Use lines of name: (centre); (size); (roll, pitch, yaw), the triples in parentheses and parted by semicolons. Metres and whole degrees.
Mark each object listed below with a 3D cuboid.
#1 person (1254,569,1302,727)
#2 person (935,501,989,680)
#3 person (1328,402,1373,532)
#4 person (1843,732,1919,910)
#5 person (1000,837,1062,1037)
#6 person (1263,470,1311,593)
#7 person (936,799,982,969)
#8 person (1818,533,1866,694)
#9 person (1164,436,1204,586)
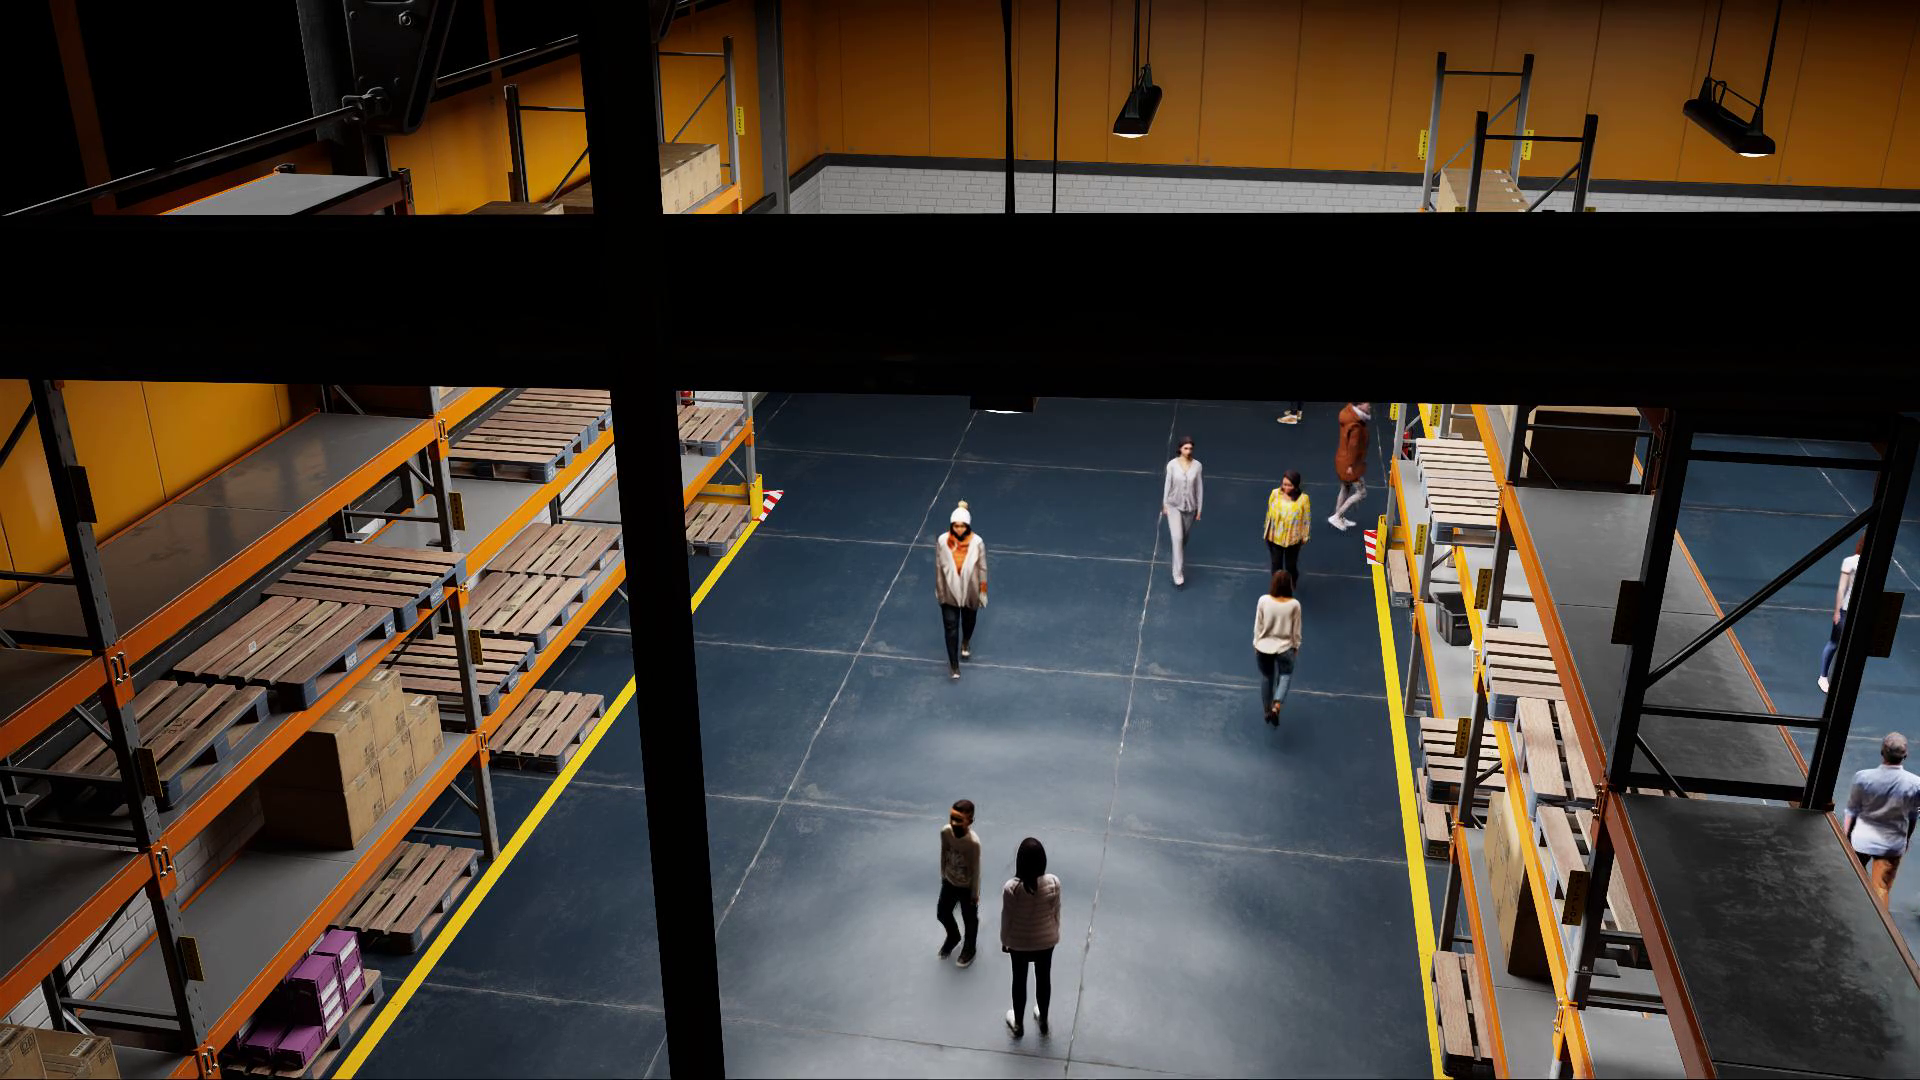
person: (3.091, 1.095, 16.347); (0.672, 1.668, 0.807); (7, 25, 15)
person: (0.021, 0.466, 17.562); (0.843, 1.848, 1.194); (0, 24, 0)
person: (4.815, -0.962, 20.862); (0.868, 1.822, 0.748); (-3, 24, -7)
person: (7.277, 2.418, 13.162); (0.927, 1.795, 1.239); (12, 27, 26)
person: (0.530, 2.914, 12.227); (0.671, 1.636, 0.653); (-3, 24, -8)
person: (3.733, -0.043, 18.982); (0.826, 1.643, 0.906); (11, 26, 23)
person: (0.055, 2.652, 13.052); (0.619, 1.455, 0.619); (13, 27, 27)
person: (9.167, 0.731, 17.092); (0.626, 1.739, 0.628); (-4, 24, -8)
person: (2.630, -0.407, 19.704); (0.749, 1.733, 1.169); (-1, 24, -1)
